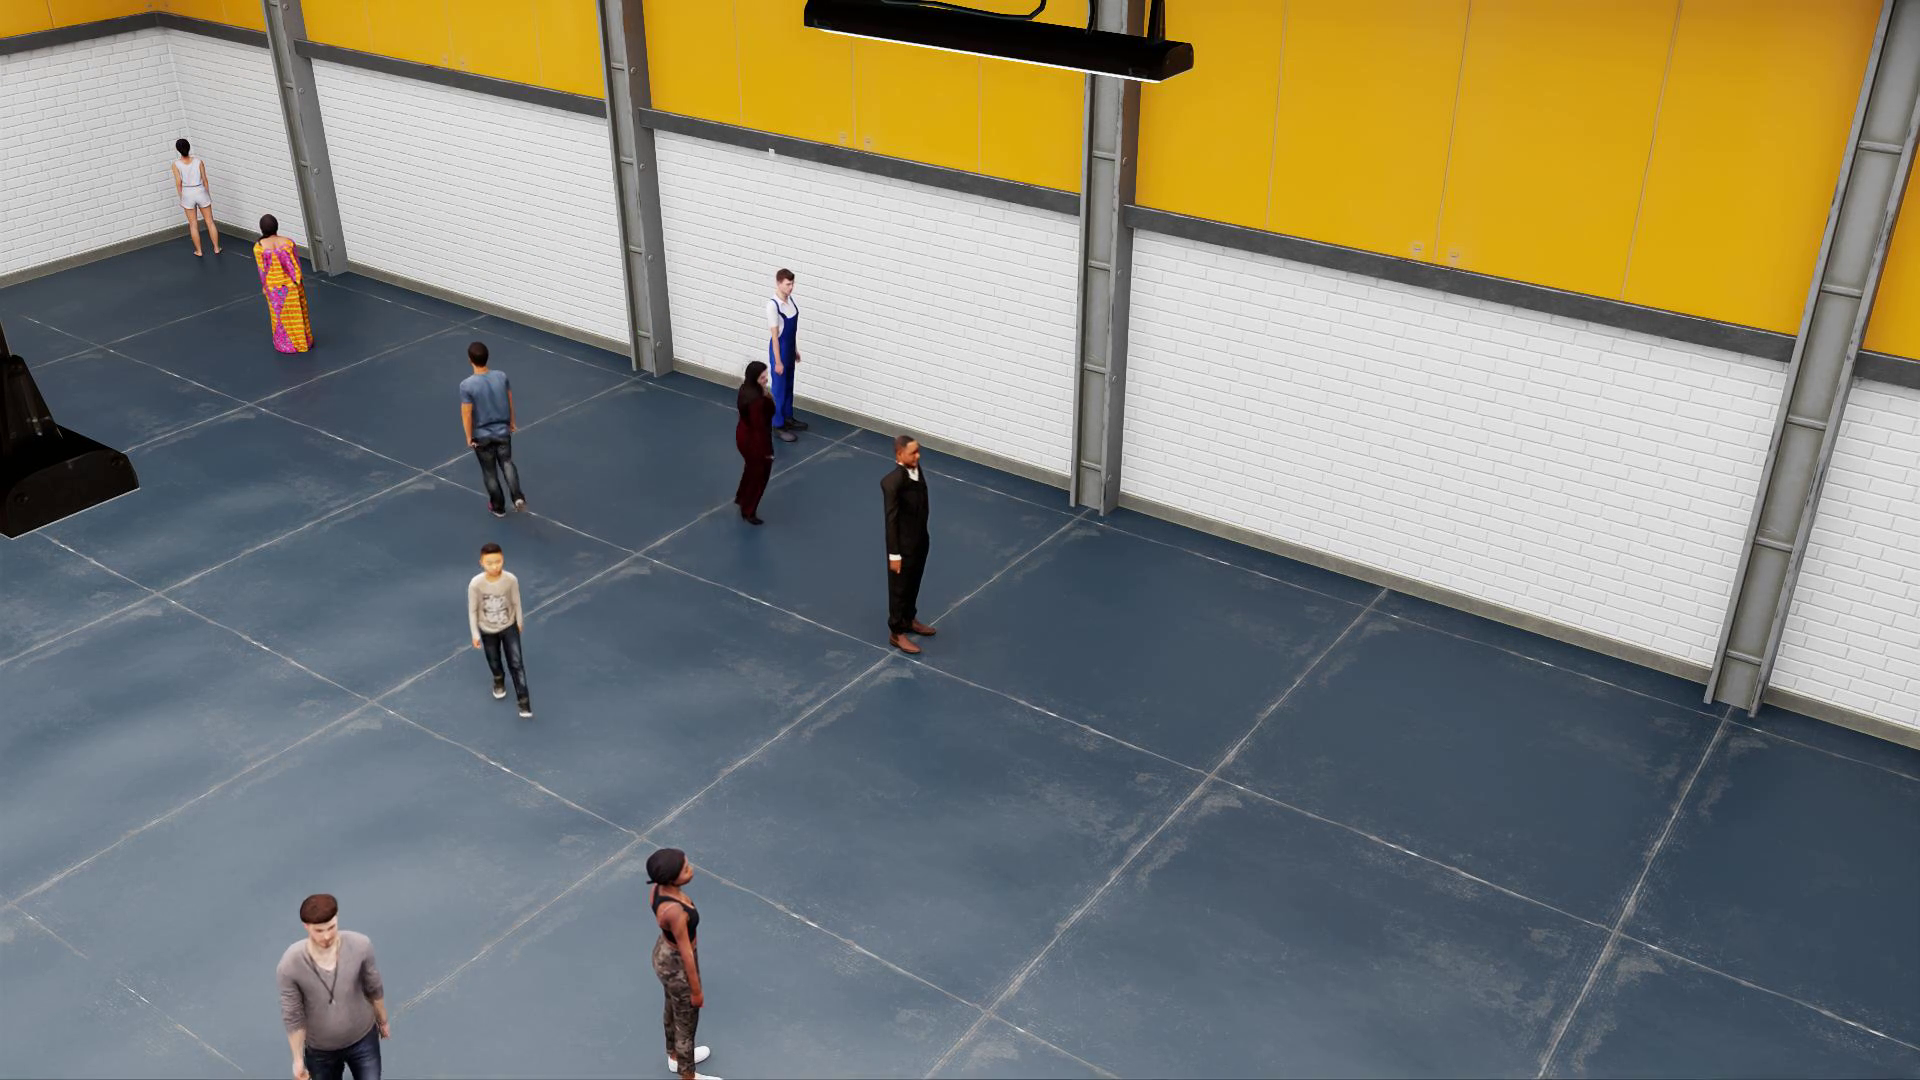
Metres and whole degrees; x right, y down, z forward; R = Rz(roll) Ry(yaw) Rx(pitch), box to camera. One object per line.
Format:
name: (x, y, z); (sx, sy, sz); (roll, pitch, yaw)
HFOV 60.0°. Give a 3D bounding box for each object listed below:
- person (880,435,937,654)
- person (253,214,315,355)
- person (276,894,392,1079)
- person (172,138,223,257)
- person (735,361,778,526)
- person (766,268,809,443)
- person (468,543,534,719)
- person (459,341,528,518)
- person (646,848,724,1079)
person: (-0.448, 0.004, 13.800); (0.665, 1.905, 0.722); (13, 31, 22)
person: (-8.020, -3.061, 19.647); (0.762, 1.686, 0.796); (-14, 32, -24)
person: (-3.374, 2.633, 8.997); (0.946, 1.889, 1.077); (-14, 32, -24)
person: (-10.449, -4.686, 22.709); (0.650, 1.606, 0.667); (-15, 32, -26)
person: (-1.981, -0.911, 15.674); (0.983, 1.716, 0.880); (-16, 32, -26)
person: (-1.861, -1.981, 17.497); (0.650, 1.849, 0.683); (10, 30, 18)
person: (-3.652, 0.659, 13.099); (0.915, 1.427, 1.056); (-9, 30, -17)
person: (-4.399, -1.001, 15.751); (0.799, 1.802, 0.906); (-20, 35, -32)
person: (-1.611, 2.450, 9.529); (0.724, 1.700, 0.624); (-12, 31, -21)
